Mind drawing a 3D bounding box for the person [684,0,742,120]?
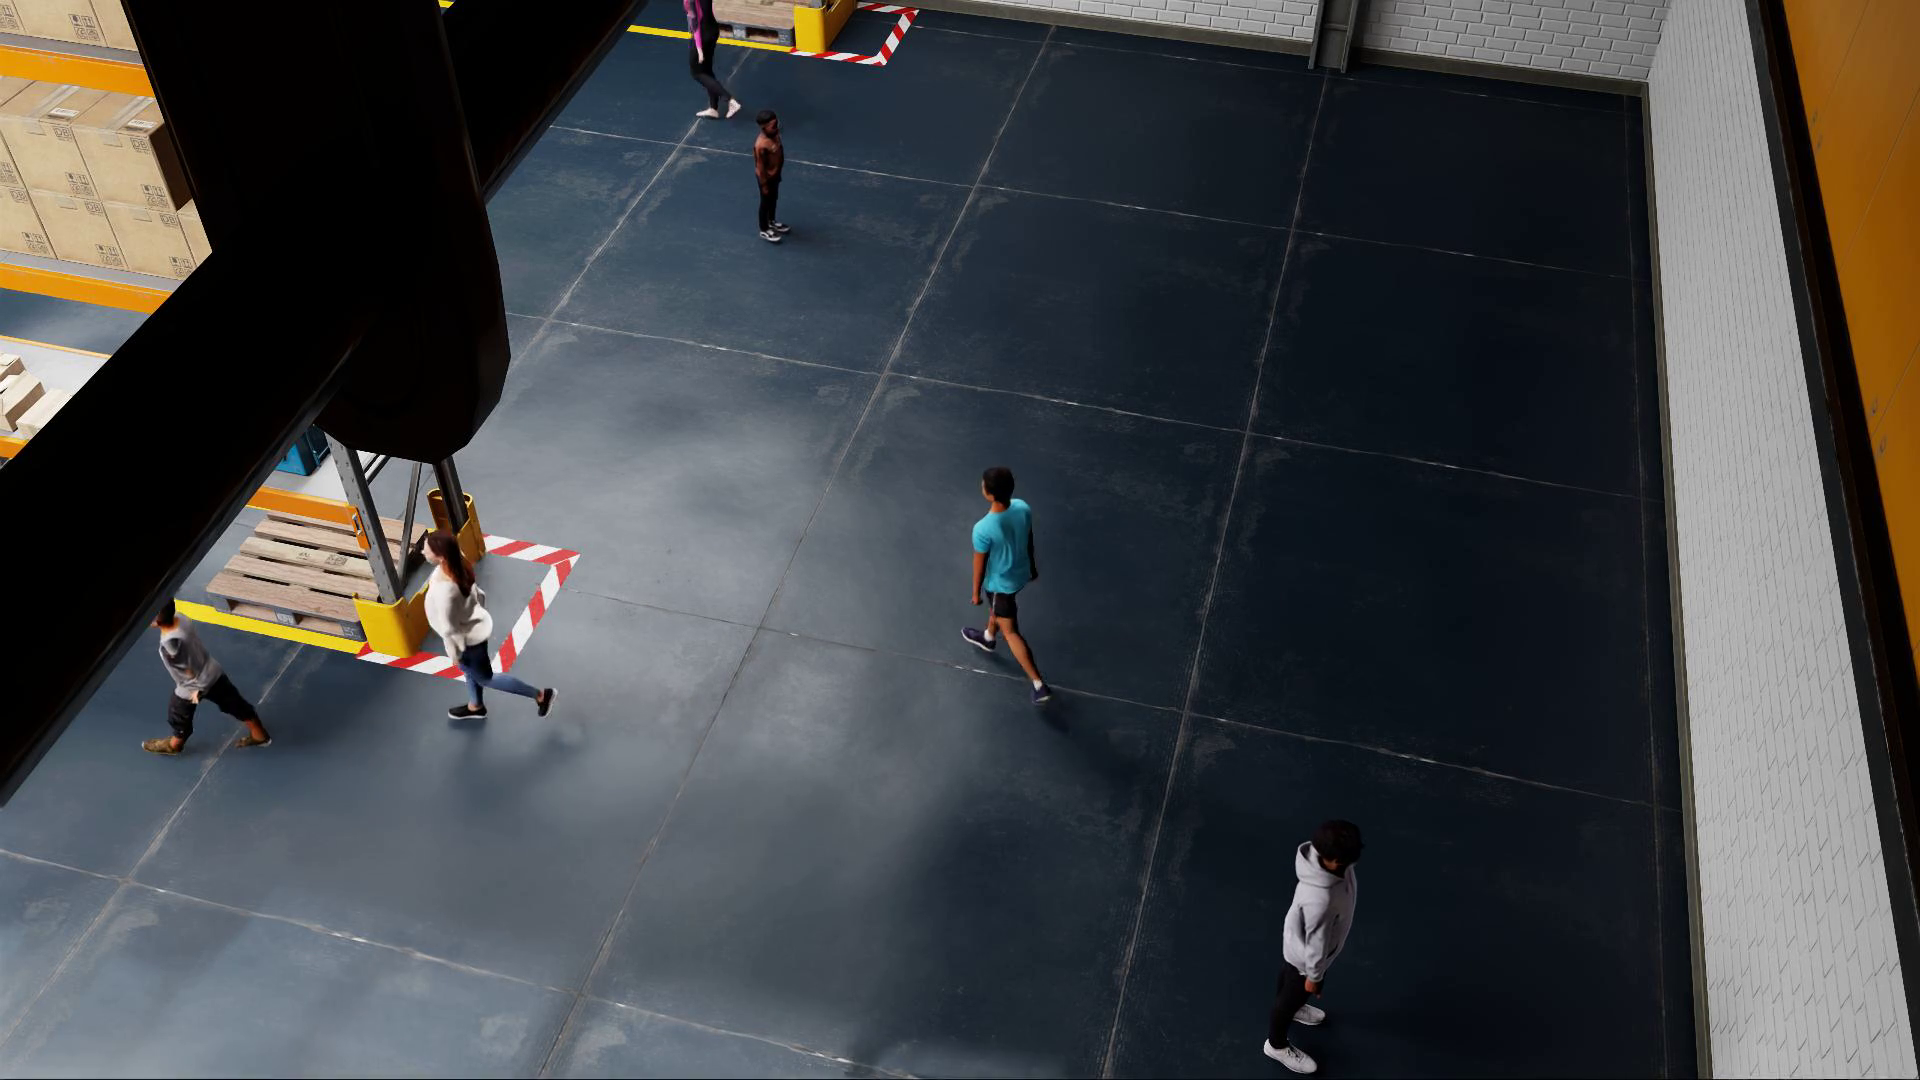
[{"bbox_3d":[-2.382,-4.831,16.100,0.804,1.718,0.608,15,46,15],"label":"person"}]

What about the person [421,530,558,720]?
[{"bbox_3d":[-3.012,0.581,10.451,1.068,1.675,0.797,-1,44,-1],"label":"person"}]

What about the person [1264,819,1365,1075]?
[{"bbox_3d":[1.833,2.080,8.692,0.588,1.930,0.681,12,45,12],"label":"person"}]

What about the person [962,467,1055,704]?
[{"bbox_3d":[0.368,0.315,10.684,1.047,1.738,1.262,-32,52,-29],"label":"person"}]

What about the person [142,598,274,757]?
[{"bbox_3d":[-4.711,0.819,10.385,1.070,1.421,0.798,-3,44,-3],"label":"person"}]

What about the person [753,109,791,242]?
[{"bbox_3d":[-1.704,-3.256,14.786,0.506,1.251,0.538,17,46,17],"label":"person"}]
